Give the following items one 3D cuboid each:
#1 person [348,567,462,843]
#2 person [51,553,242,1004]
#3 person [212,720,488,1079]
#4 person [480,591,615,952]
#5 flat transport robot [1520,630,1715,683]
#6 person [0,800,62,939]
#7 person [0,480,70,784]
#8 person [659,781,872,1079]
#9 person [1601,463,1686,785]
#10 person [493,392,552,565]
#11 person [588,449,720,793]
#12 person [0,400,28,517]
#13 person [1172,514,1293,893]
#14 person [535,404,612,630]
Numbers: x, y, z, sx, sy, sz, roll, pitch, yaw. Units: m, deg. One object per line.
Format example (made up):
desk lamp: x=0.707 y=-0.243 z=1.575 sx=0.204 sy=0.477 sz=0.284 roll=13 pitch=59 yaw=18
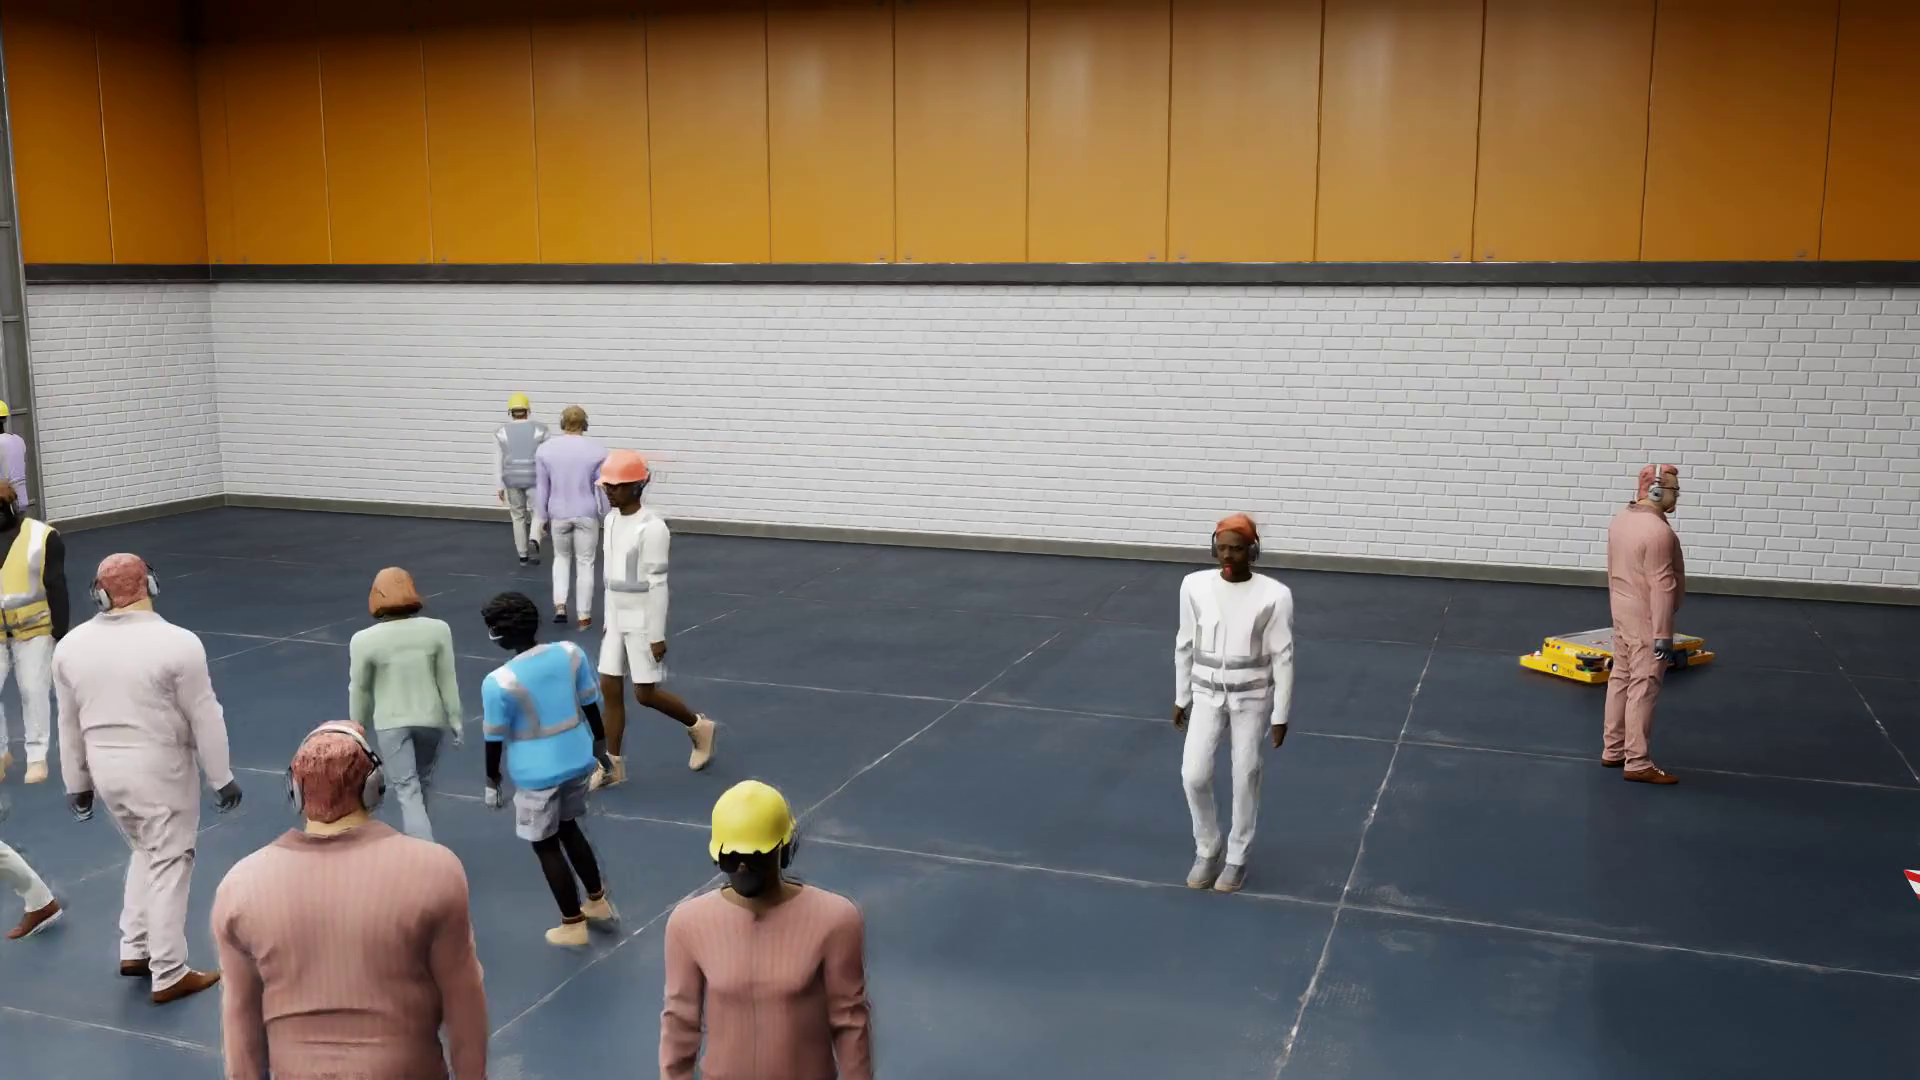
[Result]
person: x=-2.742 y=0.925 z=8.254 sx=0.510 sy=1.578 sz=0.882 roll=-6 pitch=11 yaw=-35
person: x=-3.368 y=0.992 z=6.953 sx=0.685 sy=1.882 sz=0.451 roll=3 pitch=9 yaw=15
person: x=-1.571 y=1.407 z=4.328 sx=0.650 sy=1.885 sz=0.795 roll=0 pitch=9 yaw=0
person: x=-1.832 y=1.024 z=7.384 sx=0.376 sy=1.654 sz=0.593 roll=7 pitch=11 yaw=37
flat transport robot: x=5.046 y=0.854 z=12.742 sx=1.431 sy=0.197 sz=0.652 roll=-5 pitch=11 yaw=-30
person: x=-4.395 y=1.075 z=7.294 sx=0.525 sy=1.590 sz=0.846 roll=7 pitch=11 yaw=36
person: x=-5.597 y=0.550 z=9.825 sx=0.634 sy=1.829 sz=0.485 roll=-3 pitch=10 yaw=-21
person: x=-0.512 y=1.470 z=4.335 sx=0.555 sy=1.749 sz=0.425 roll=1 pitch=9 yaw=5
person: x=4.114 y=0.490 z=9.951 sx=0.405 sy=1.904 sz=0.652 roll=0 pitch=9 yaw=-2
person: x=-4.465 y=-0.607 z=17.025 sx=0.606 sy=1.814 sz=0.631 roll=-1 pitch=9 yaw=-8
person: x=-1.875 y=0.462 z=9.777 sx=0.855 sy=2.020 sz=0.625 roll=-8 pitch=12 yaw=-41
person: x=-8.489 y=-0.296 z=14.756 sx=0.366 sy=1.927 sz=0.585 roll=-1 pitch=9 yaw=-5
person: x=1.302 y=0.809 z=8.064 sx=0.604 sy=1.870 sz=0.493 roll=4 pitch=10 yaw=24
person: x=-3.262 y=-0.192 z=14.122 sx=0.639 sy=1.919 sz=0.438 roll=0 pitch=9 yaw=0
